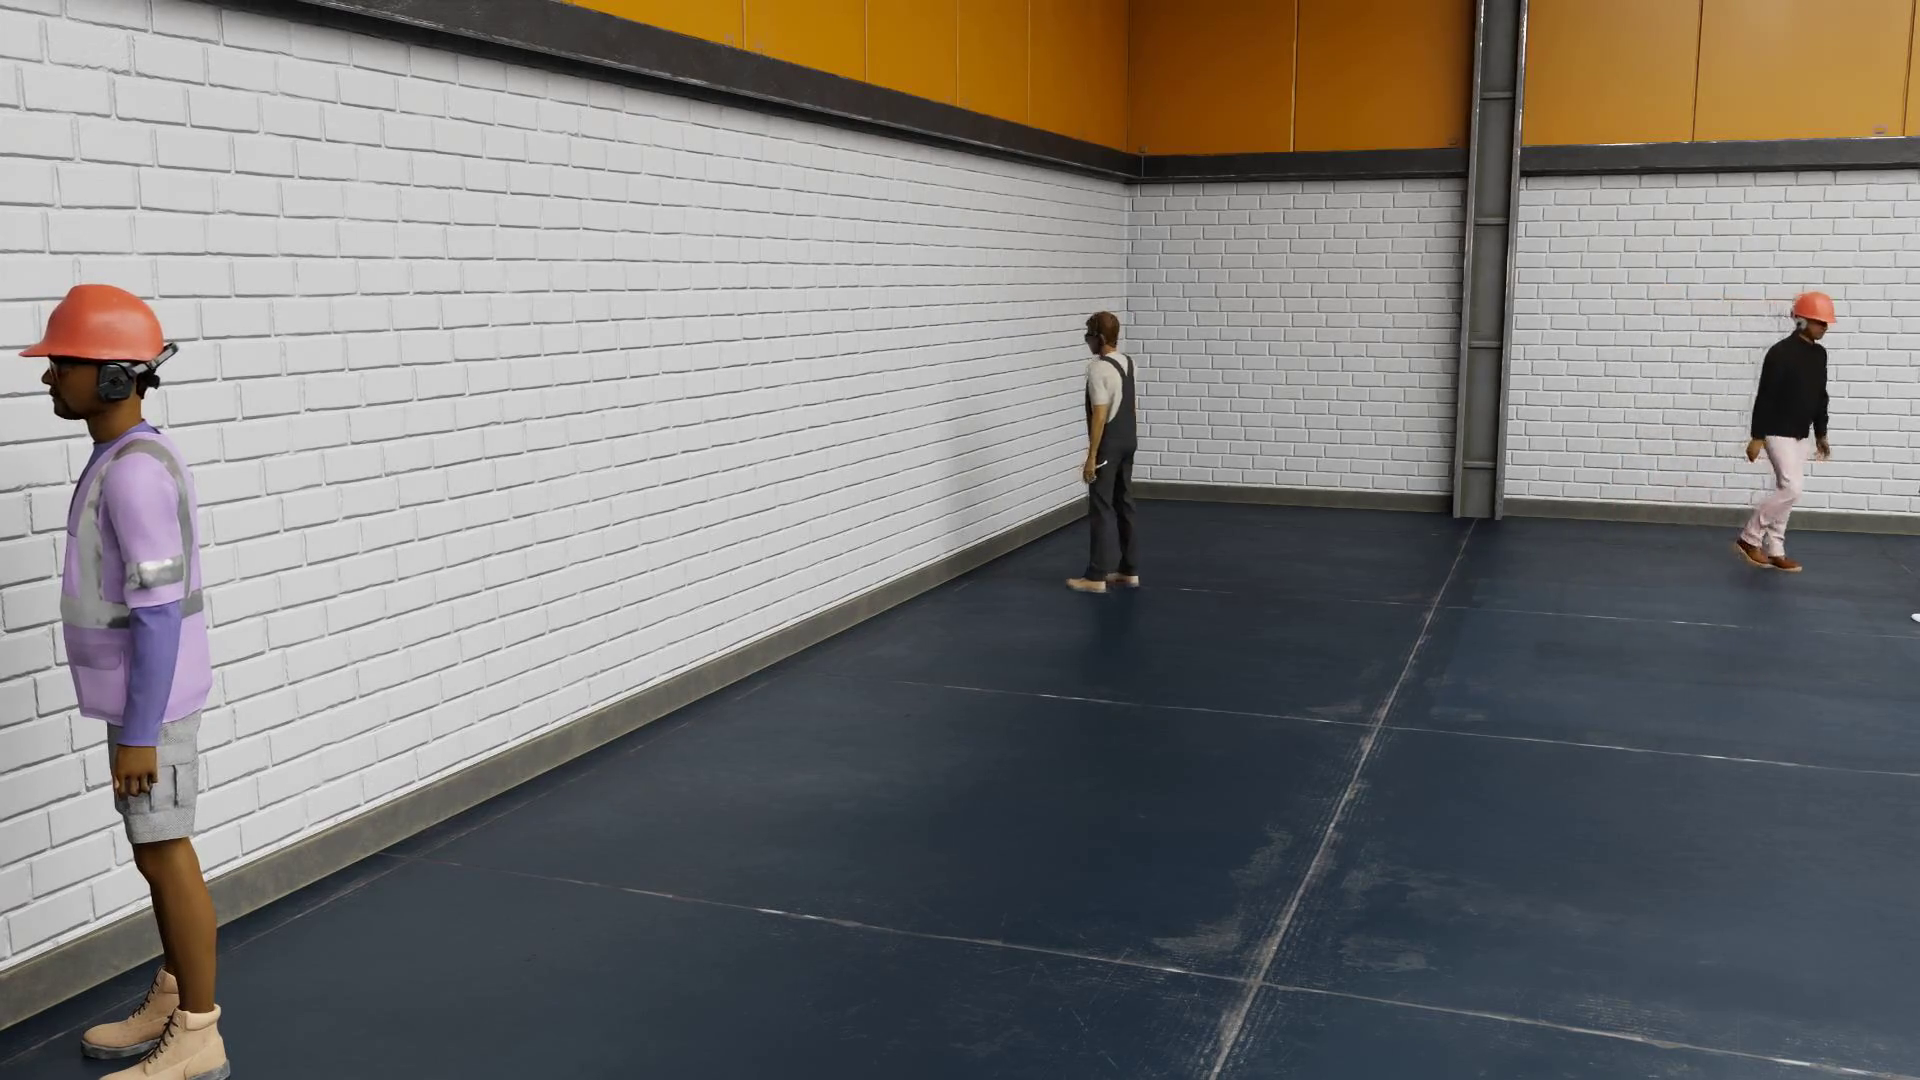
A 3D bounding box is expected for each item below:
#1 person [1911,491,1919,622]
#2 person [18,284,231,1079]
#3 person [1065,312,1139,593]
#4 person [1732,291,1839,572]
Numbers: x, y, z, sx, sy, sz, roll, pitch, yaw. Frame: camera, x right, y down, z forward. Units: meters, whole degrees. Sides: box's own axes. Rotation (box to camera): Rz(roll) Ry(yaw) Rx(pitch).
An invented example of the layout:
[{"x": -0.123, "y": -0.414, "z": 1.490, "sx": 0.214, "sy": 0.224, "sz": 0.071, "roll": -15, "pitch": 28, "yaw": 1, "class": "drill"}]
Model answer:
[{"x": 5.920, "y": -0.434, "z": 9.763, "sx": 0.585, "sy": 1.920, "sz": 0.373, "roll": -2, "pitch": 9, "yaw": -11, "class": "person"}, {"x": -2.090, "y": 0.389, "z": 4.198, "sx": 0.370, "sy": 2.048, "sz": 0.607, "roll": -5, "pitch": 10, "yaw": -30, "class": "person"}, {"x": 0.953, "y": -0.570, "z": 10.920, "sx": 0.394, "sy": 1.836, "sz": 0.538, "roll": 7, "pitch": 11, "yaw": 36, "class": "person"}, {"x": 5.776, "y": -0.733, "z": 11.523, "sx": 0.623, "sy": 1.962, "sz": 0.490, "roll": -7, "pitch": 11, "yaw": -35, "class": "person"}]
